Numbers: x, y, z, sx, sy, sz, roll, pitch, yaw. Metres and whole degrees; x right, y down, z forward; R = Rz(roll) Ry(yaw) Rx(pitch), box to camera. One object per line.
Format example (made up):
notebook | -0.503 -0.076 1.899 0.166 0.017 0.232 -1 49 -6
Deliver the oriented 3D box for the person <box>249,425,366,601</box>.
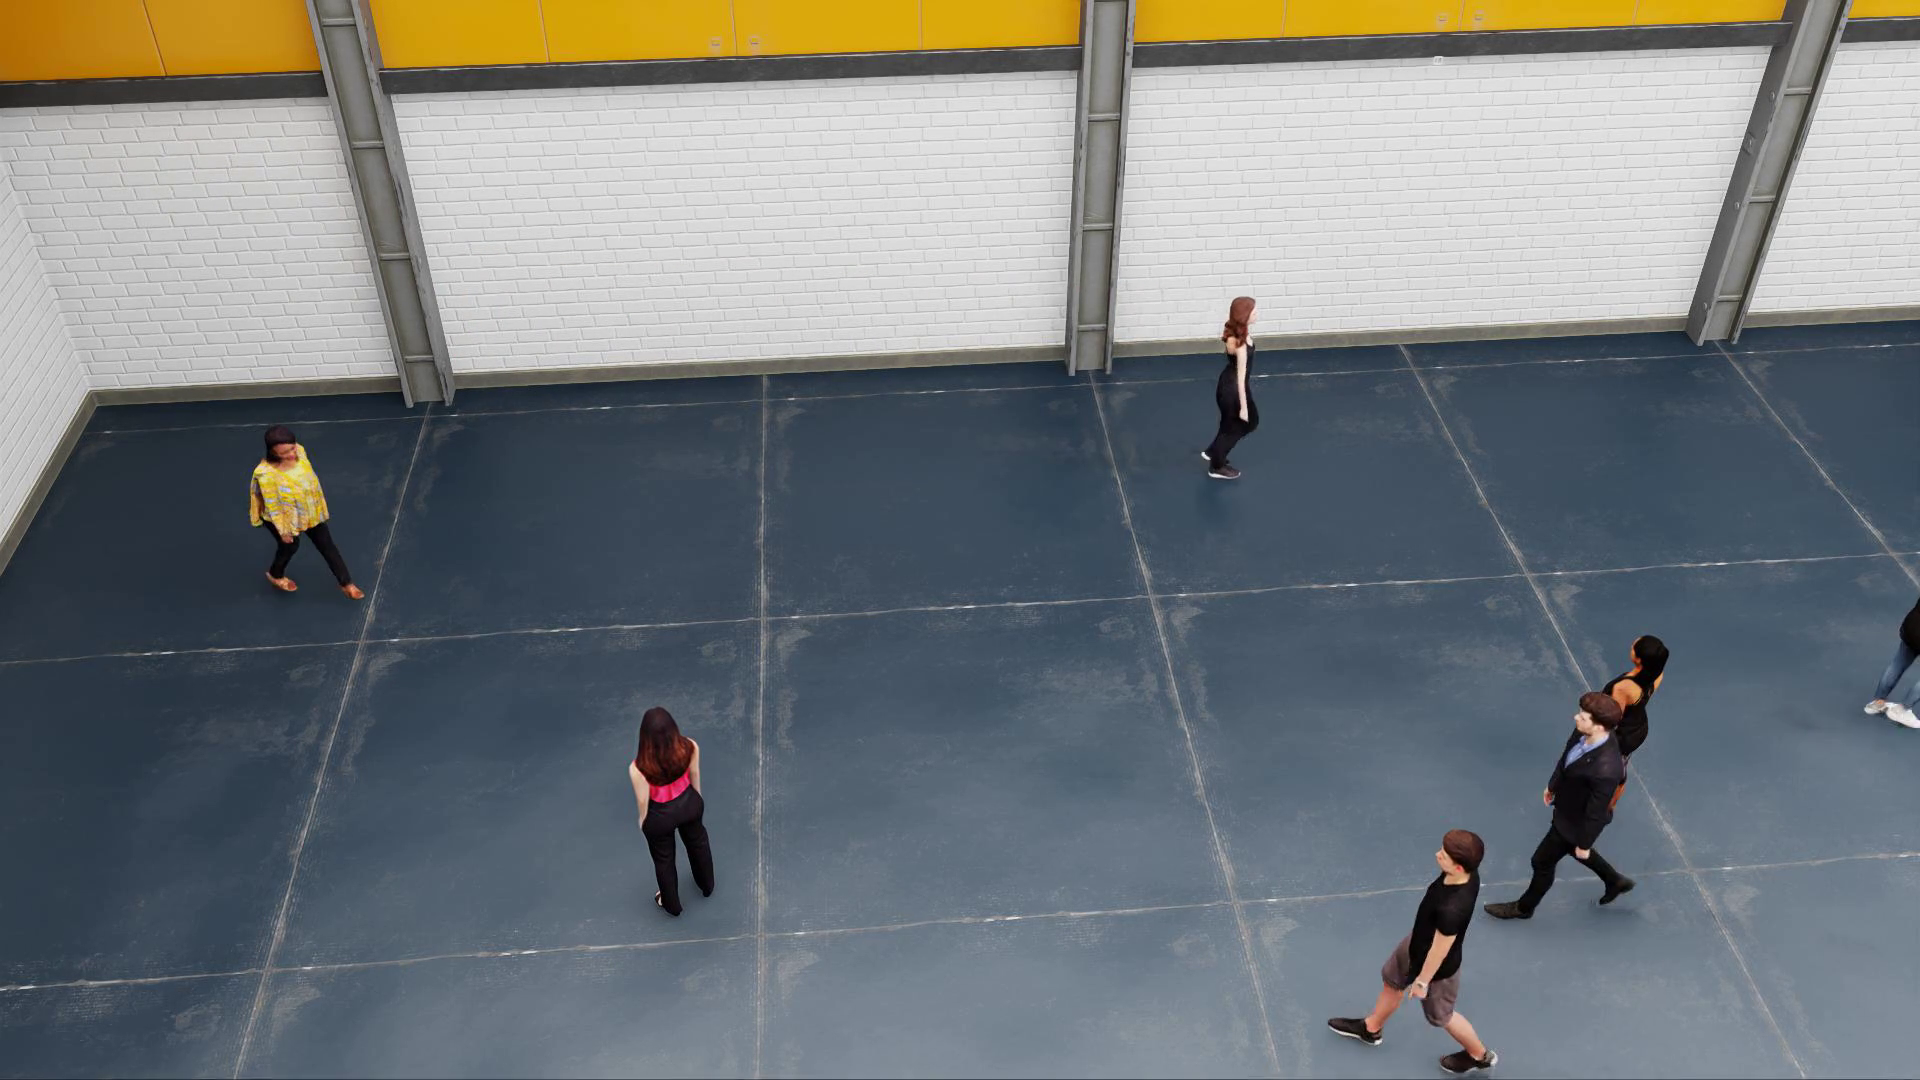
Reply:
person | -5.034 -0.198 12.404 1.194 1.600 1.016 11 40 14

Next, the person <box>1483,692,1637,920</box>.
person | 3.758 1.626 9.912 1.174 1.859 0.864 5 39 7

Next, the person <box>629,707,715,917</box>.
person | -1.745 1.630 10.067 0.609 1.660 0.717 -23 44 -26

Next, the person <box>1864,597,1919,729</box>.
person | 6.554 0.615 11.359 0.545 1.634 0.570 -4 39 -5

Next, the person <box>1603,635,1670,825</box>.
person | 4.200 1.229 10.571 0.607 1.658 0.717 -23 44 -26

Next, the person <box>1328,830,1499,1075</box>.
person | 2.683 2.296 9.094 1.276 1.834 0.962 9 40 12

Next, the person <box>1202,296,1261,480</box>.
person | 2.150 -1.236 13.596 0.728 1.734 0.672 4 39 5
